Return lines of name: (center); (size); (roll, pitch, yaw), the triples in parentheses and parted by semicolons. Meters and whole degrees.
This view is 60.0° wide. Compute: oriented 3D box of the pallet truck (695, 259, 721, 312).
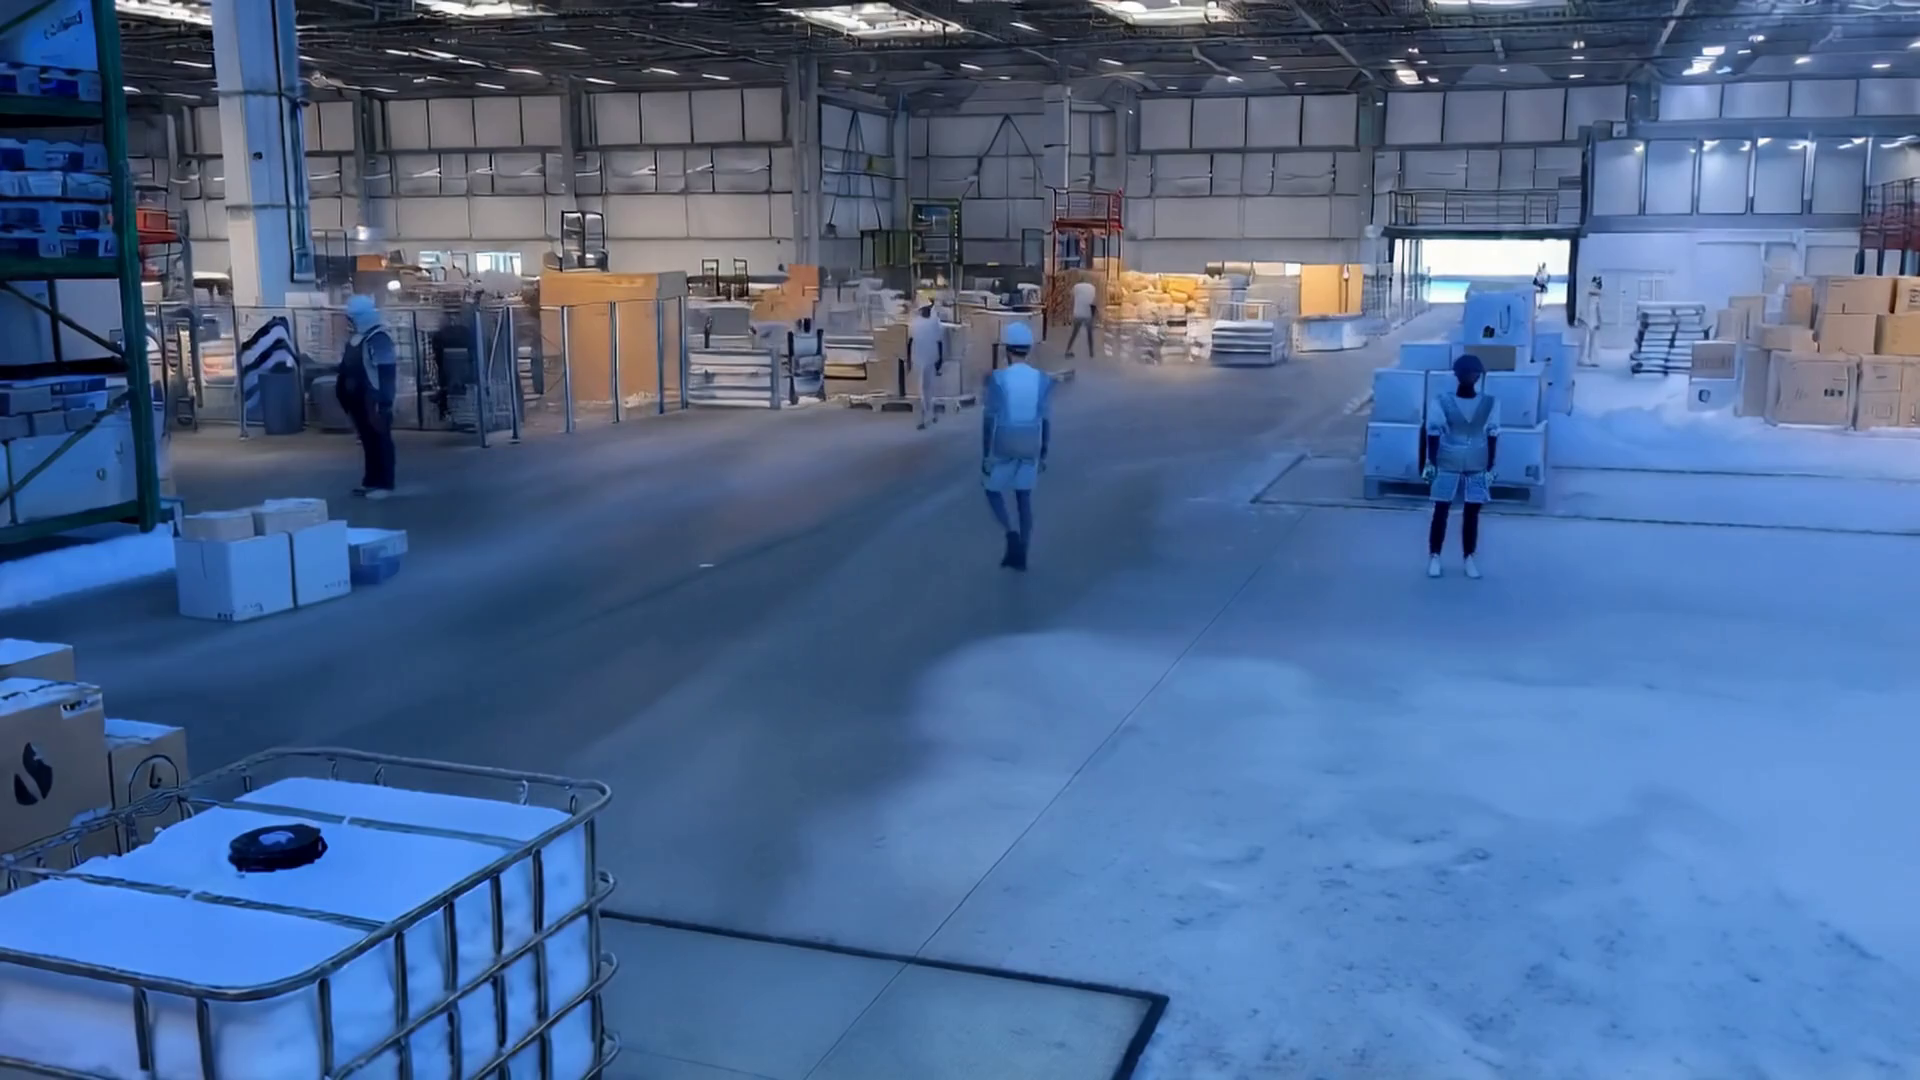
pallet truck: (-9.165, -9.627, 62.776); (0.823, 1.965, 1.885); (4, 11, 23)

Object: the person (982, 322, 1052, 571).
person: (0.429, -0.704, 12.740); (0.570, 1.920, 0.430); (-4, 11, -20)

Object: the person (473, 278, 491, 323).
person: (-10.998, -5.196, 38.530); (0.763, 1.742, 0.522); (3, 11, 18)

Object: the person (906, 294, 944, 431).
person: (-0.440, -2.434, 22.701); (0.508, 1.849, 0.830); (5, 11, 25)

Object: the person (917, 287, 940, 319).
person: (-0.551, -3.252, 27.372); (0.431, 1.815, 0.604); (4, 11, 23)

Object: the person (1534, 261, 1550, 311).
person: (22.060, -9.619, 63.047); (0.578, 1.882, 0.346); (4, 11, 20)

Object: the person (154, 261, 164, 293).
person: (-33.848, -10.894, 70.397); (0.408, 1.831, 0.575); (0, 10, 1)

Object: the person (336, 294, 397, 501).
person: (-5.835, -1.403, 16.339); (0.535, 2.000, 0.674); (-8, 13, -39)

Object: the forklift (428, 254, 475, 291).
forklift: (-20.133, -10.254, 65.465); (1.157, 1.987, 2.680); (3, 11, 19)

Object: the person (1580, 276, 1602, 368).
person: (12.875, -4.430, 33.854); (0.325, 1.876, 0.524); (-2, 10, -12)

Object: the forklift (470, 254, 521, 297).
forklift: (-17.990, -10.121, 64.684); (1.157, 1.987, 2.680); (3, 11, 17)

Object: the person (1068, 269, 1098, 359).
person: (2.694, -4.990, 36.748); (0.628, 1.986, 1.090); (7, 12, 35)

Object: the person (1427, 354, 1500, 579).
person: (3.764, -0.546, 12.472); (0.537, 1.699, 0.321); (1, 10, 5)

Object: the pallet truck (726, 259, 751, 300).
pallet truck: (-7.986, -9.493, 62.019); (0.823, 1.965, 1.885); (3, 11, 17)
